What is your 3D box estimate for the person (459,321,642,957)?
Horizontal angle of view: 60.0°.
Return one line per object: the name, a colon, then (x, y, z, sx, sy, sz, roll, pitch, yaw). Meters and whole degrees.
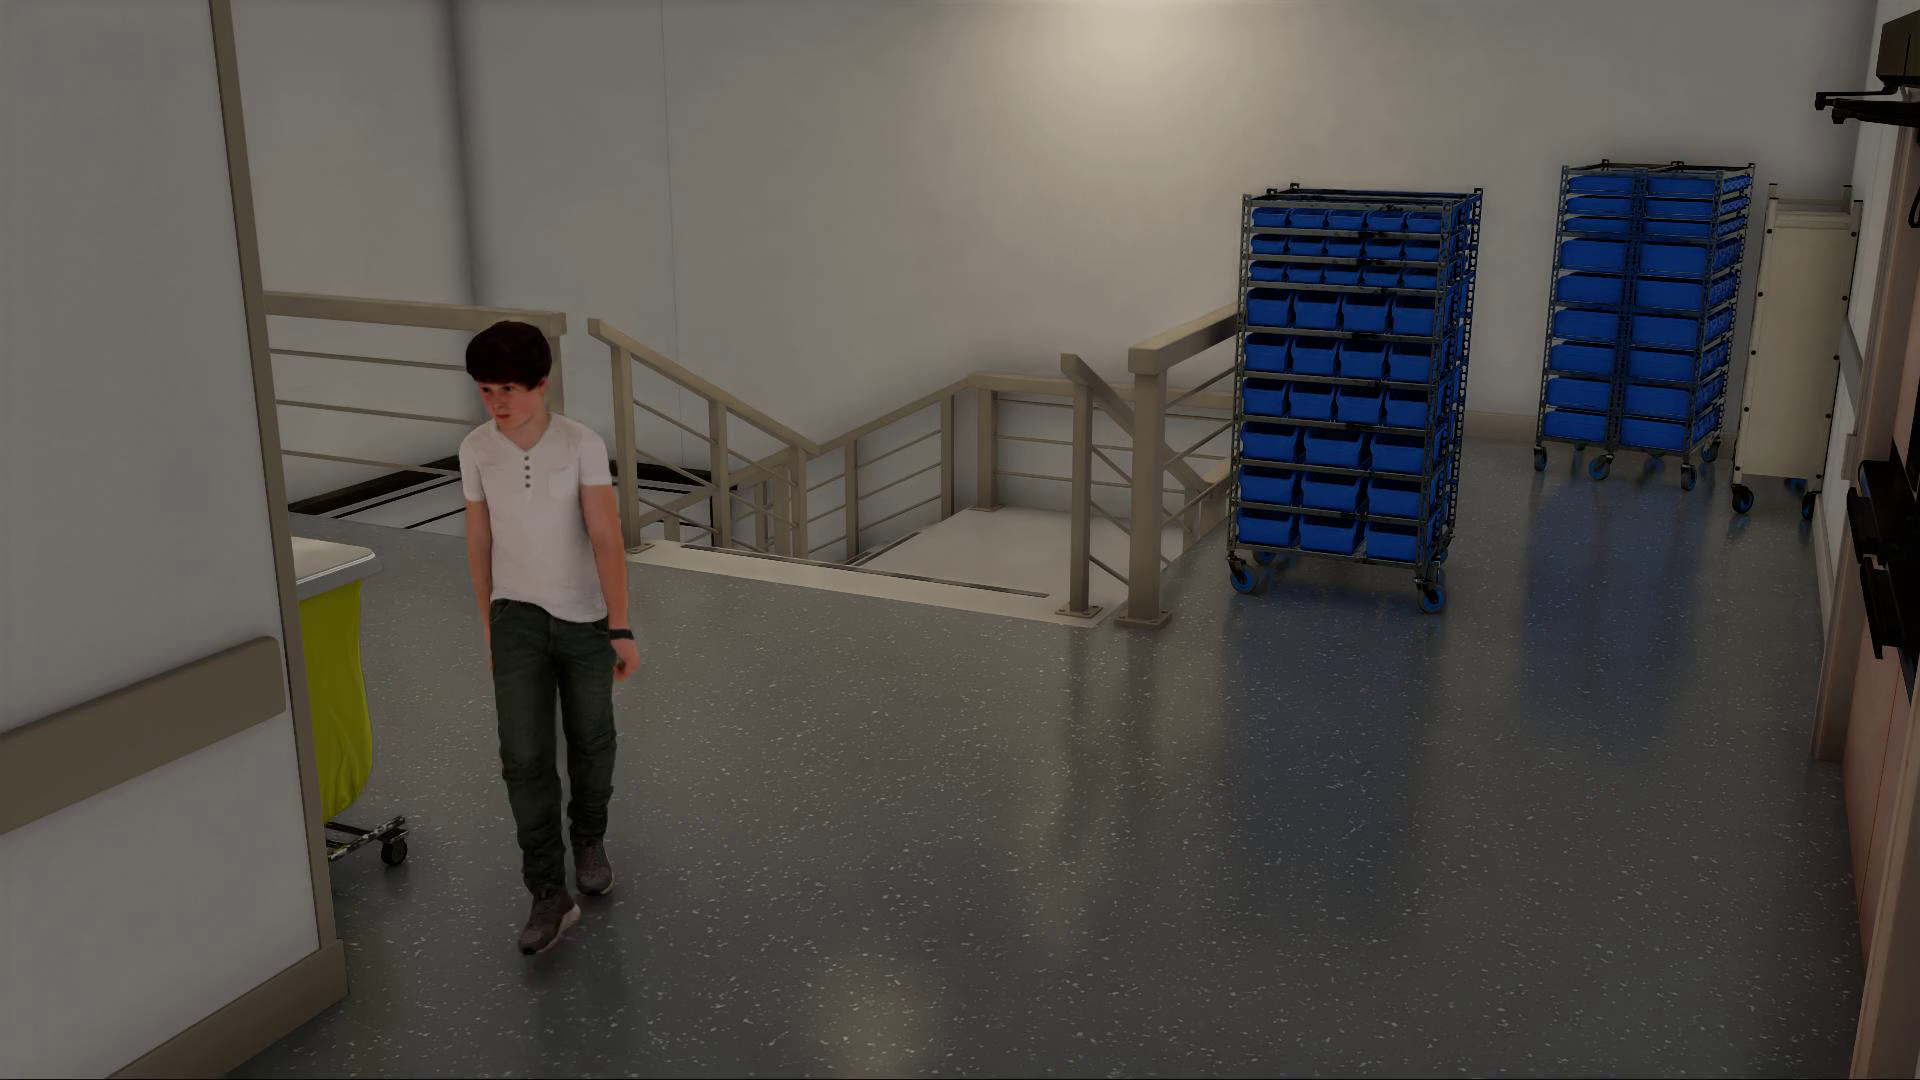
person: (-1.089, 0.213, 4.514, 0.878, 1.624, 1.005, -3, 16, -11)
